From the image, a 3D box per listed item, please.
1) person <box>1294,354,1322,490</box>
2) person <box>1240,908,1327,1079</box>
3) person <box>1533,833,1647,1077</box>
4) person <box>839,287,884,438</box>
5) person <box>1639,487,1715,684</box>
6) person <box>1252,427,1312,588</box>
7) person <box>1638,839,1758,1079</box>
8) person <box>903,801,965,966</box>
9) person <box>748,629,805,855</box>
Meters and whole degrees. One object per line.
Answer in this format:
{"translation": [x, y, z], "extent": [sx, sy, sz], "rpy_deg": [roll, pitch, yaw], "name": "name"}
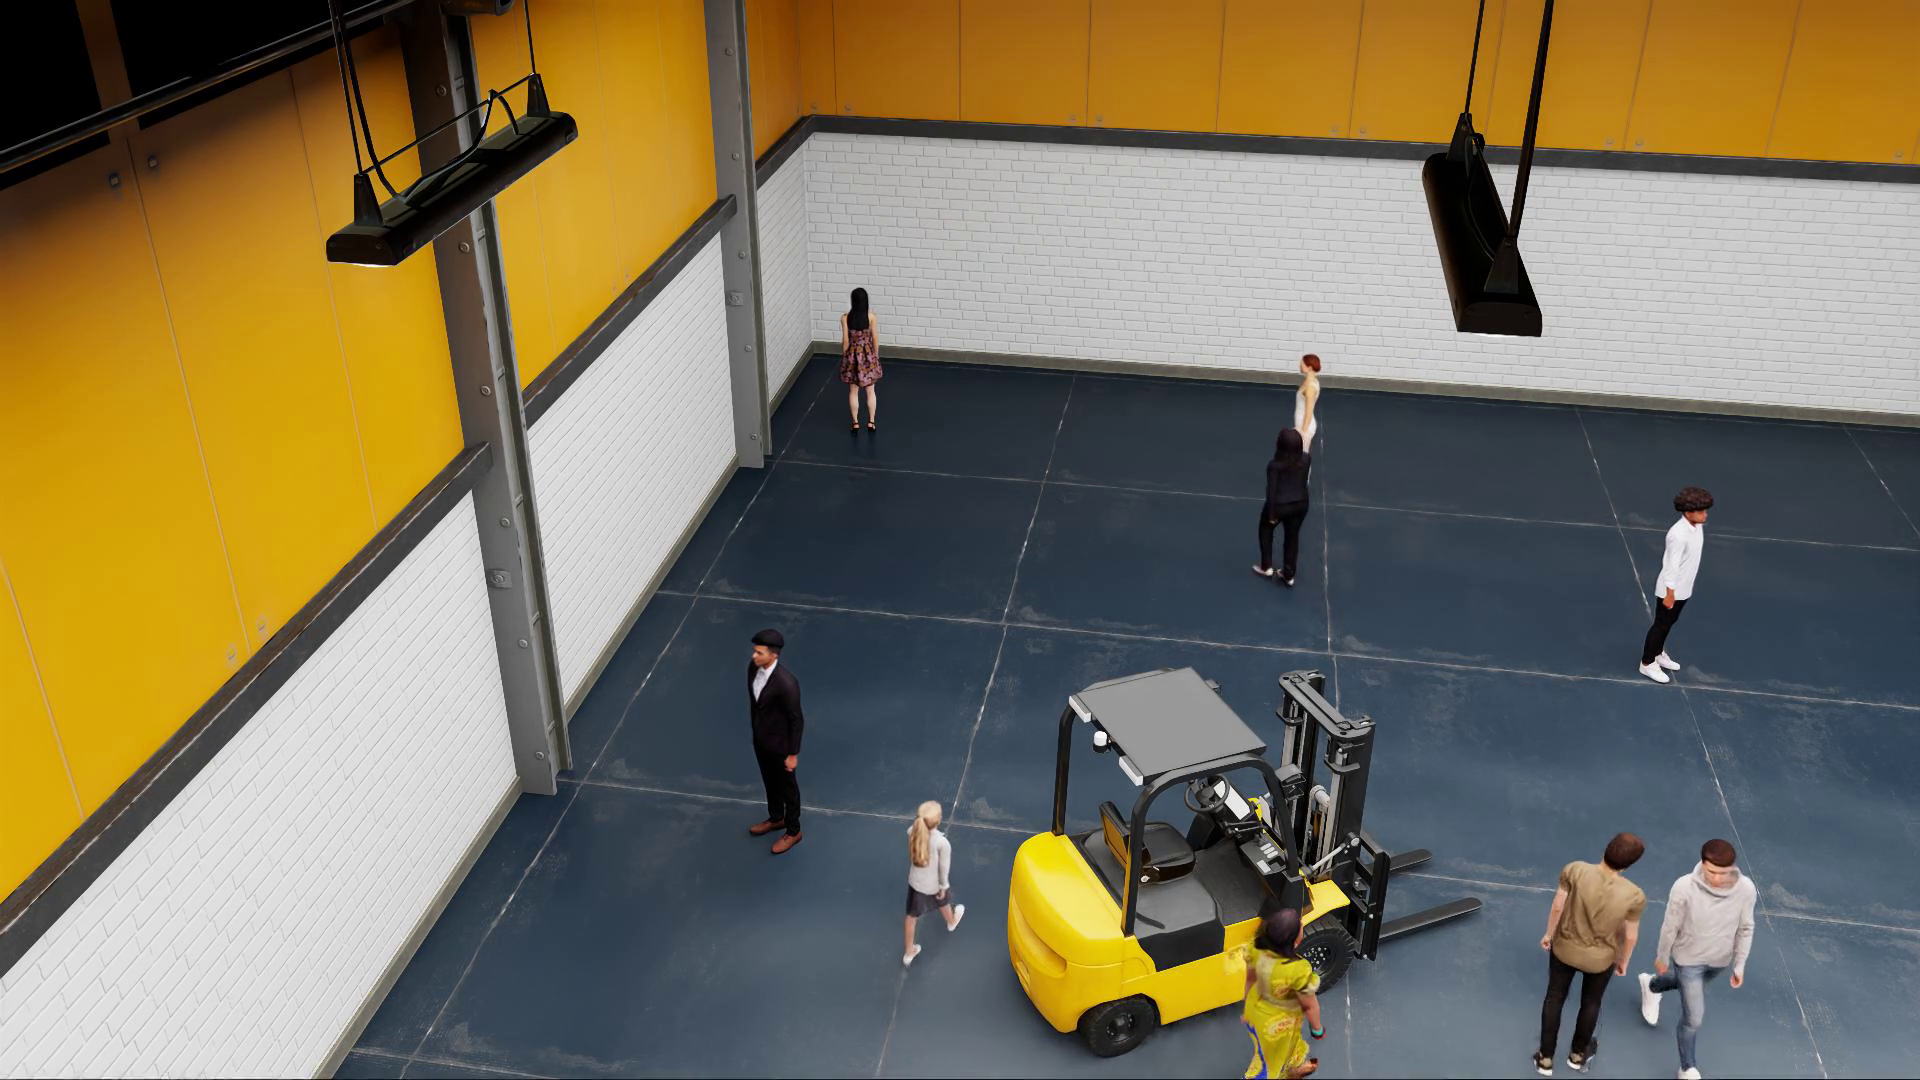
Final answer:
{"translation": [3.617, -1.175, 17.392], "extent": [0.613, 1.645, 0.404], "rpy_deg": [5, 29, 9], "name": "person"}
{"translation": [1.819, 2.938, 9.900], "extent": [1.316, 1.599, 1.285], "rpy_deg": [-17, 33, -28], "name": "person"}
{"translation": [3.895, 2.537, 10.347], "extent": [0.801, 1.875, 0.845], "rpy_deg": [9, 30, 15], "name": "person"}
{"translation": [-1.125, -2.021, 18.809], "extent": [0.742, 1.773, 0.760], "rpy_deg": [-3, 29, -5], "name": "person"}
{"translation": [6.206, 0.358, 14.410], "extent": [0.786, 1.809, 0.679], "rpy_deg": [23, 36, 36], "name": "person"}
{"translation": [3.149, -0.283, 15.807], "extent": [0.777, 1.598, 0.823], "rpy_deg": [-11, 30, -19], "name": "person"}
{"translation": [4.606, 2.537, 10.417], "extent": [0.857, 1.808, 1.282], "rpy_deg": [-2, 29, -4], "name": "person"}
{"translation": [-0.257, 2.351, 11.347], "extent": [0.684, 1.243, 0.924], "rpy_deg": [14, 32, 24], "name": "person"}
{"translation": [-1.355, 1.455, 12.324], "extent": [0.795, 1.883, 0.763], "rpy_deg": [-22, 36, -35], "name": "person"}
